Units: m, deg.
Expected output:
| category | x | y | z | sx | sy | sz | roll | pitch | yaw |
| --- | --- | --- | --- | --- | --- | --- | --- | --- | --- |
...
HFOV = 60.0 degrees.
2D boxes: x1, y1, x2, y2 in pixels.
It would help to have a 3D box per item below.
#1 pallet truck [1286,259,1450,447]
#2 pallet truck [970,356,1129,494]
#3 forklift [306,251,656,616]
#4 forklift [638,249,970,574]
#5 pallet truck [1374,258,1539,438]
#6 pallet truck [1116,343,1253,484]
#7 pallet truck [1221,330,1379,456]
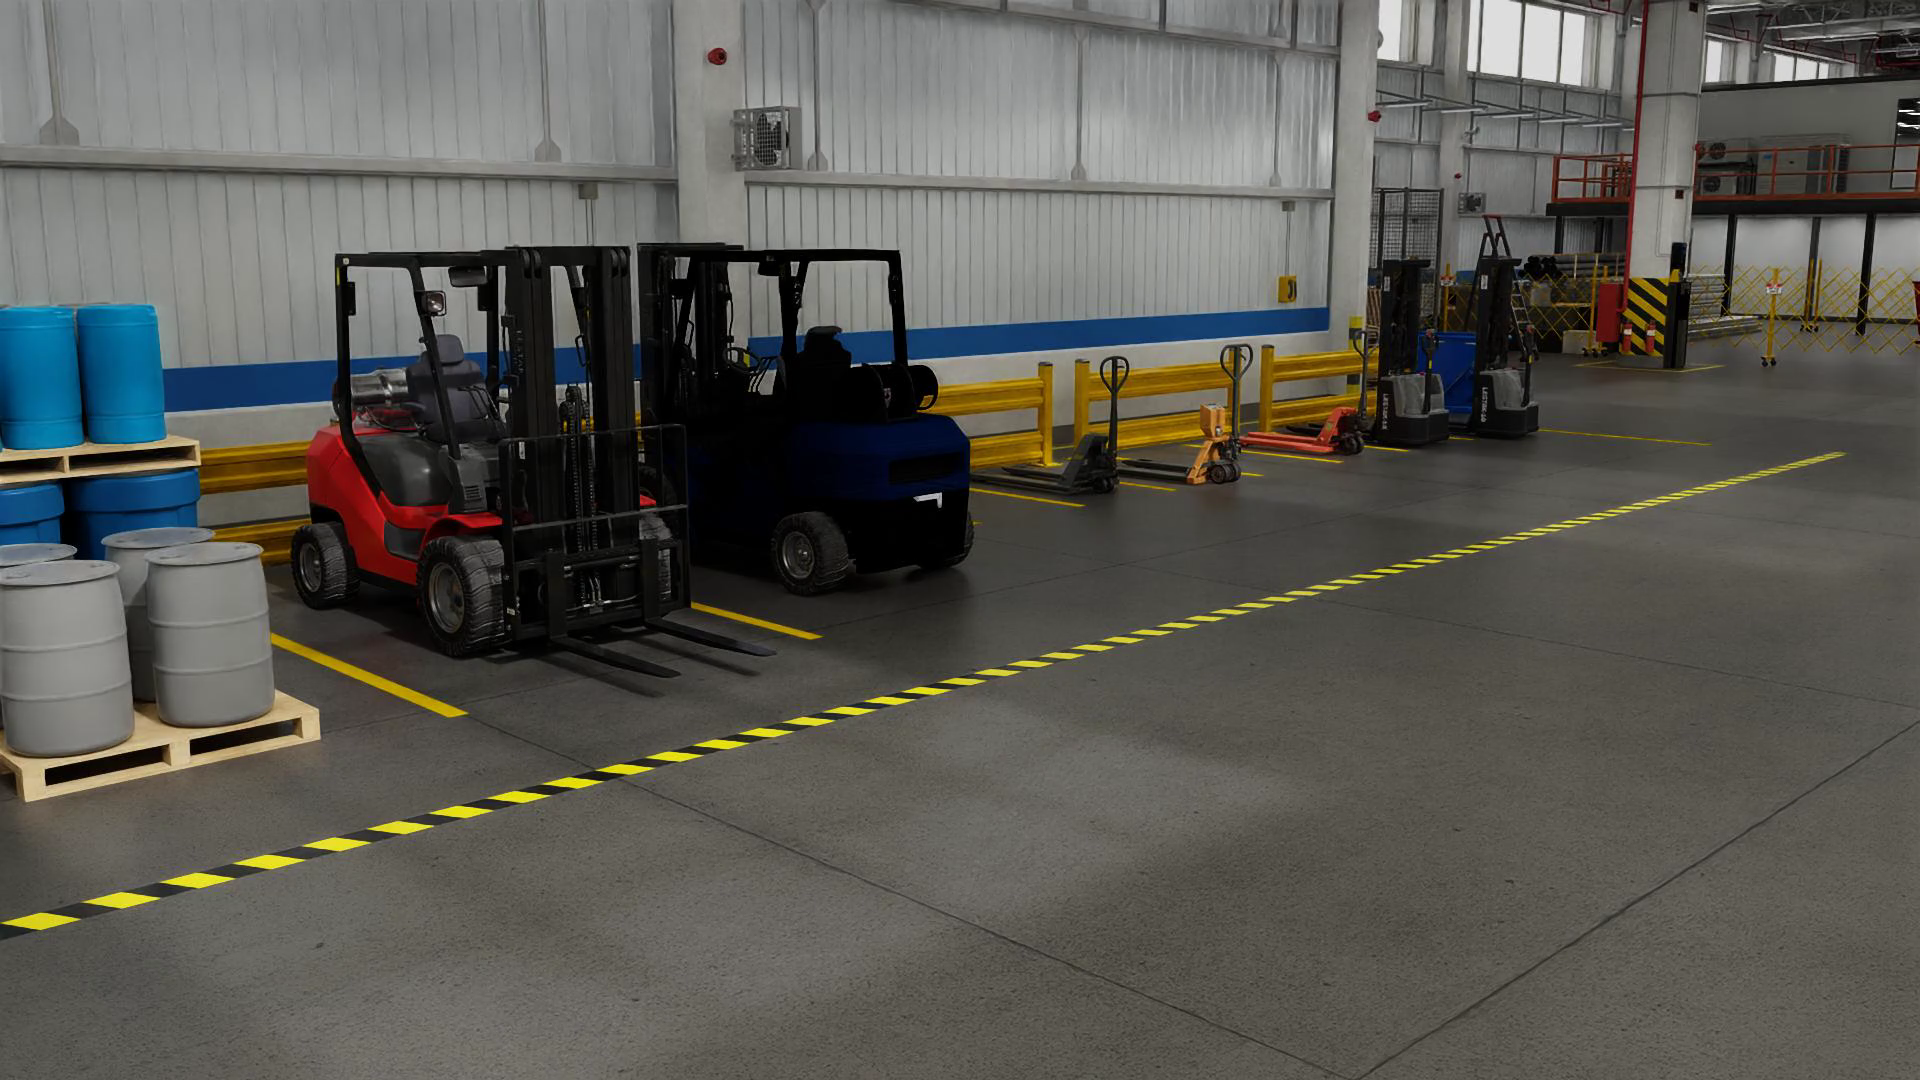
| category | x | y | z | sx | sy | sz | roll | pitch | yaw |
| --- | --- | --- | --- | --- | --- | --- | --- | --- | --- |
| pallet truck | 4.493 | -2.078 | 18.196 | 0.823 | 1.965 | 1.885 | -9 | 14 | -40 |
| pallet truck | 0.784 | -1.085 | 14.876 | 0.680 | 1.201 | 1.601 | -10 | 14 | -44 |
| forklift | -2.833 | -0.669 | 9.694 | 1.157 | 1.987 | 2.680 | -10 | 14 | -44 |
| forklift | -1.173 | -0.958 | 11.239 | 2.680 | 1.987 | 1.157 | 10 | 14 | 43 |
| pallet truck | 5.704 | -2.208 | 18.901 | 1.885 | 1.965 | 0.823 | 10 | 14 | 43 |
| pallet truck | 1.962 | -1.215 | 15.415 | 1.522 | 1.261 | 0.704 | 10 | 14 | 43 |
| pallet truck | 3.563 | -1.581 | 17.381 | 0.653 | 1.274 | 1.630 | -10 | 14 | -44 |
